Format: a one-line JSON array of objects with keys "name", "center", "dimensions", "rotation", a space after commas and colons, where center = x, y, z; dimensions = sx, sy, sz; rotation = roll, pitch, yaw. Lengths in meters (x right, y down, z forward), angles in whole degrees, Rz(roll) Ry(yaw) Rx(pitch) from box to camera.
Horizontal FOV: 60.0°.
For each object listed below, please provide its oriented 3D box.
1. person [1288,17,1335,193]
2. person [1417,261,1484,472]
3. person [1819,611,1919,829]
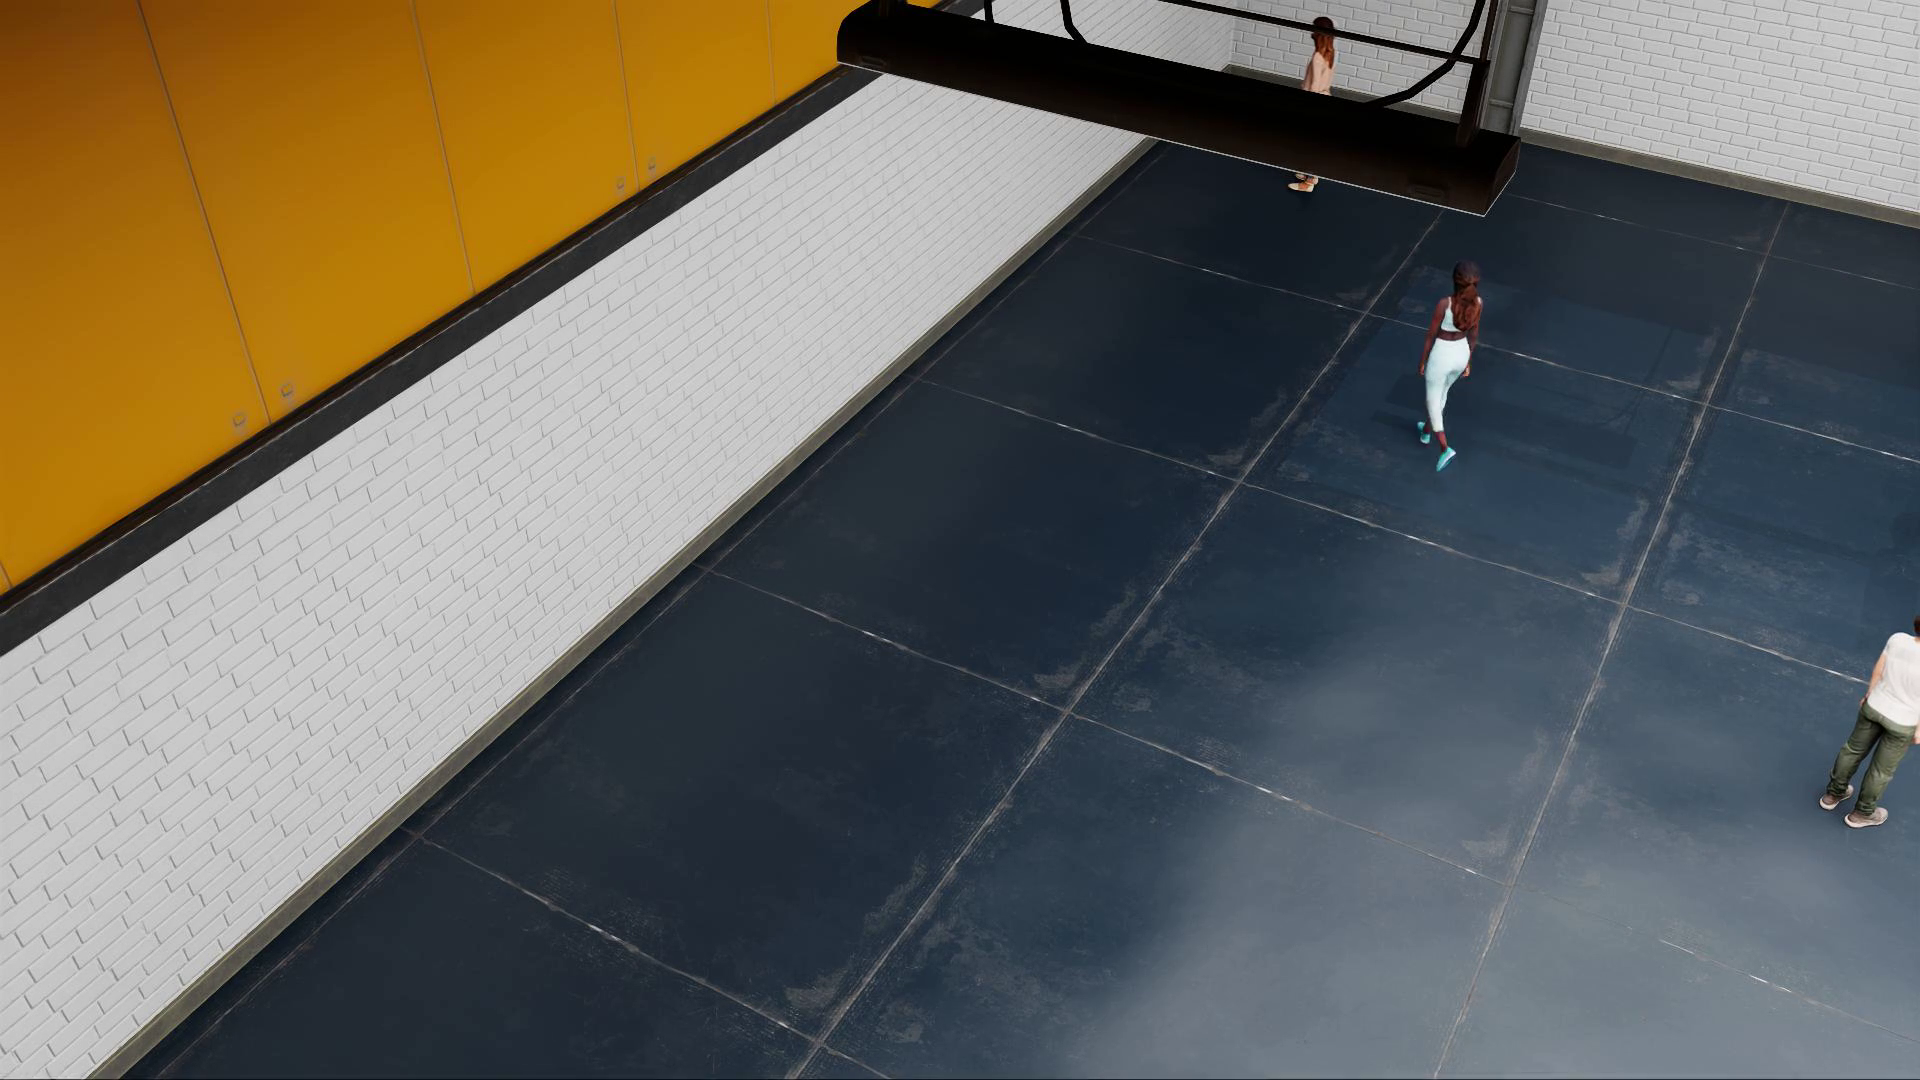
[{"name": "person", "center": [3.562, -4.362, 16.675], "dimensions": [0.521, 1.790, 0.594], "rotation": [18, 42, 21]}, {"name": "person", "center": [3.822, -1.340, 12.963], "dimensions": [1.038, 1.700, 1.028], "rotation": [-5, 39, -6]}, {"name": "person", "center": [5.602, 1.051, 10.006], "dimensions": [0.727, 1.654, 0.635], "rotation": [-17, 42, -20]}]
